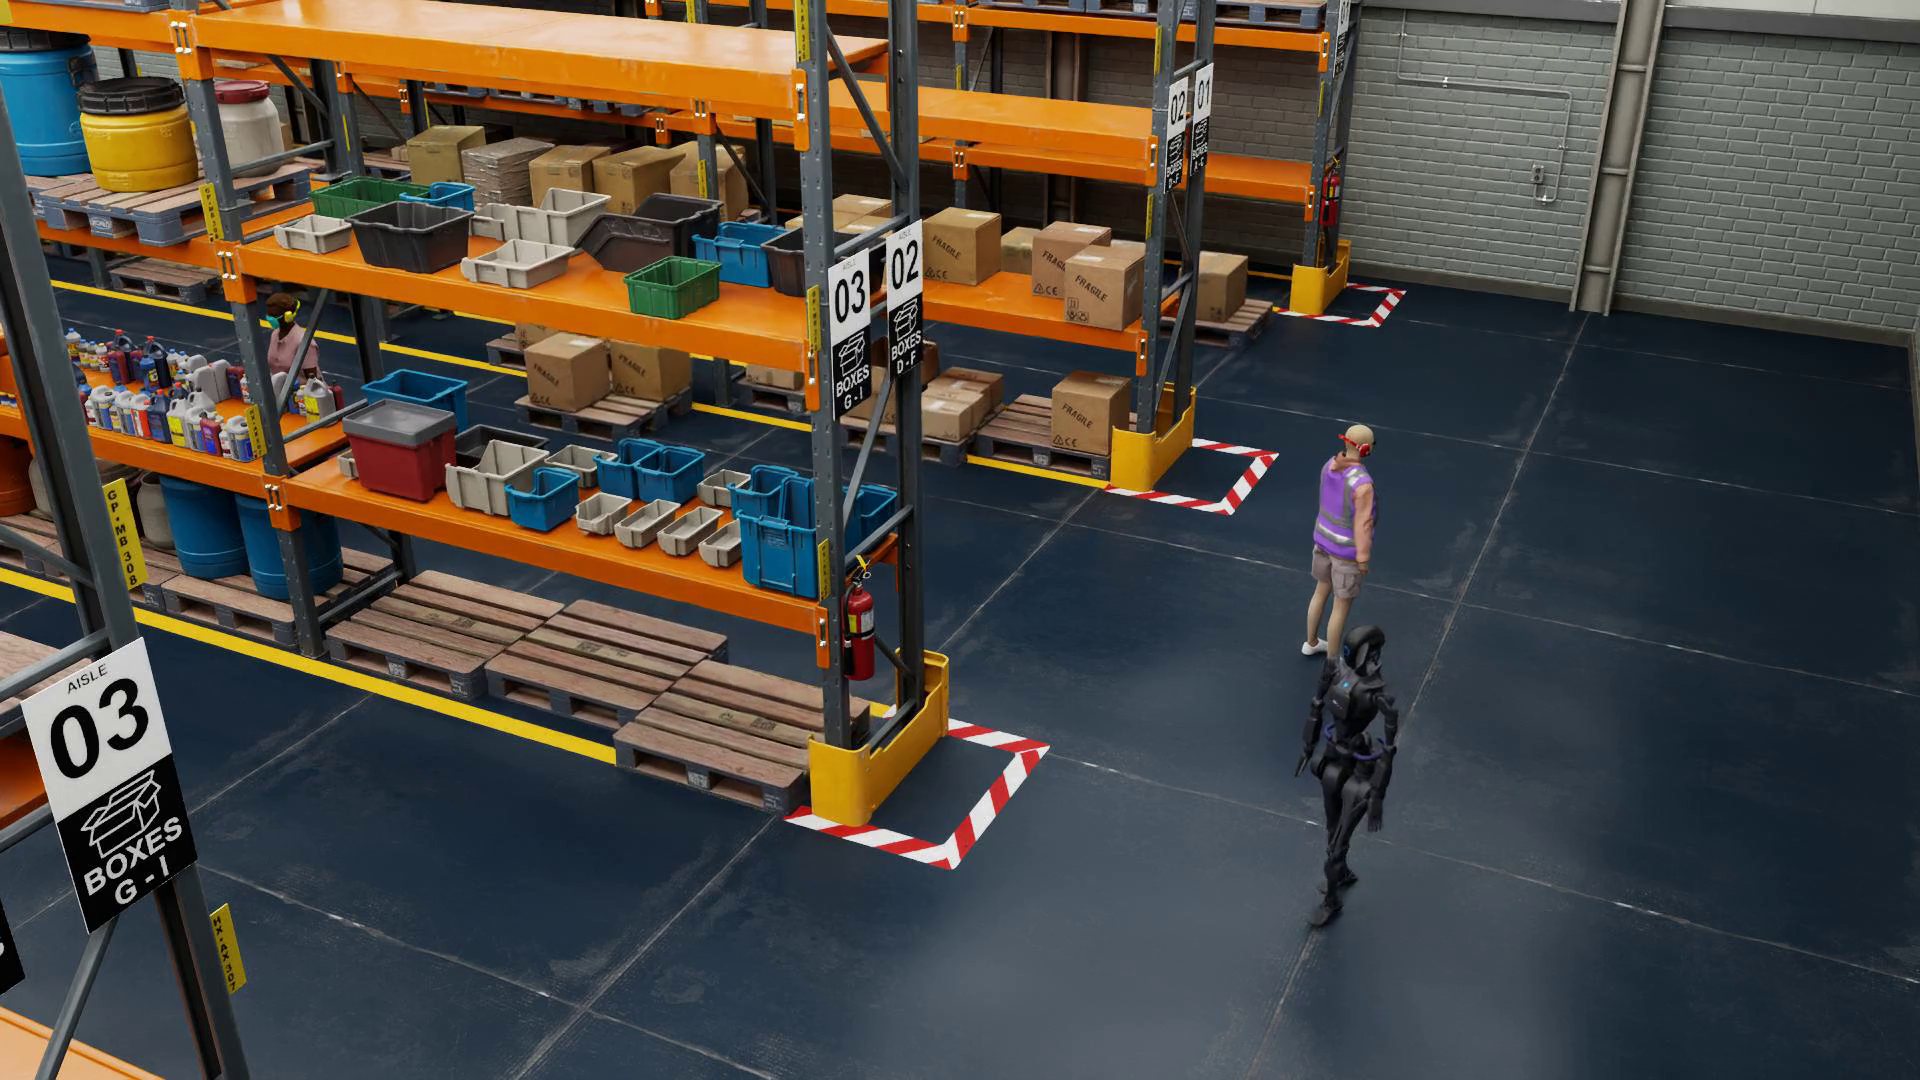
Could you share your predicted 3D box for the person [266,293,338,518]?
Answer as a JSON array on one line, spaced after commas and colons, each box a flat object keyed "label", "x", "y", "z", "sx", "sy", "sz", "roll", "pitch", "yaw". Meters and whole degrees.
[{"label": "person", "x": -4.997, "y": -1.020, "z": 12.654, "sx": 0.506, "sy": 1.793, "sz": 0.337, "roll": 17, "pitch": 31, "yaw": 30}]

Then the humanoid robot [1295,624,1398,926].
[{"label": "humanoid robot", "x": 1.939, "y": 1.155, "z": 8.379, "sx": 0.500, "sy": 1.643, "sz": 0.601, "roll": -16, "pitch": 31, "yaw": -29}]

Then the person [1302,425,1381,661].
[{"label": "person", "x": 2.429, "y": 0.058, "z": 10.587, "sx": 0.347, "sy": 1.688, "sz": 0.491, "roll": -10, "pitch": 28, "yaw": -19}]
